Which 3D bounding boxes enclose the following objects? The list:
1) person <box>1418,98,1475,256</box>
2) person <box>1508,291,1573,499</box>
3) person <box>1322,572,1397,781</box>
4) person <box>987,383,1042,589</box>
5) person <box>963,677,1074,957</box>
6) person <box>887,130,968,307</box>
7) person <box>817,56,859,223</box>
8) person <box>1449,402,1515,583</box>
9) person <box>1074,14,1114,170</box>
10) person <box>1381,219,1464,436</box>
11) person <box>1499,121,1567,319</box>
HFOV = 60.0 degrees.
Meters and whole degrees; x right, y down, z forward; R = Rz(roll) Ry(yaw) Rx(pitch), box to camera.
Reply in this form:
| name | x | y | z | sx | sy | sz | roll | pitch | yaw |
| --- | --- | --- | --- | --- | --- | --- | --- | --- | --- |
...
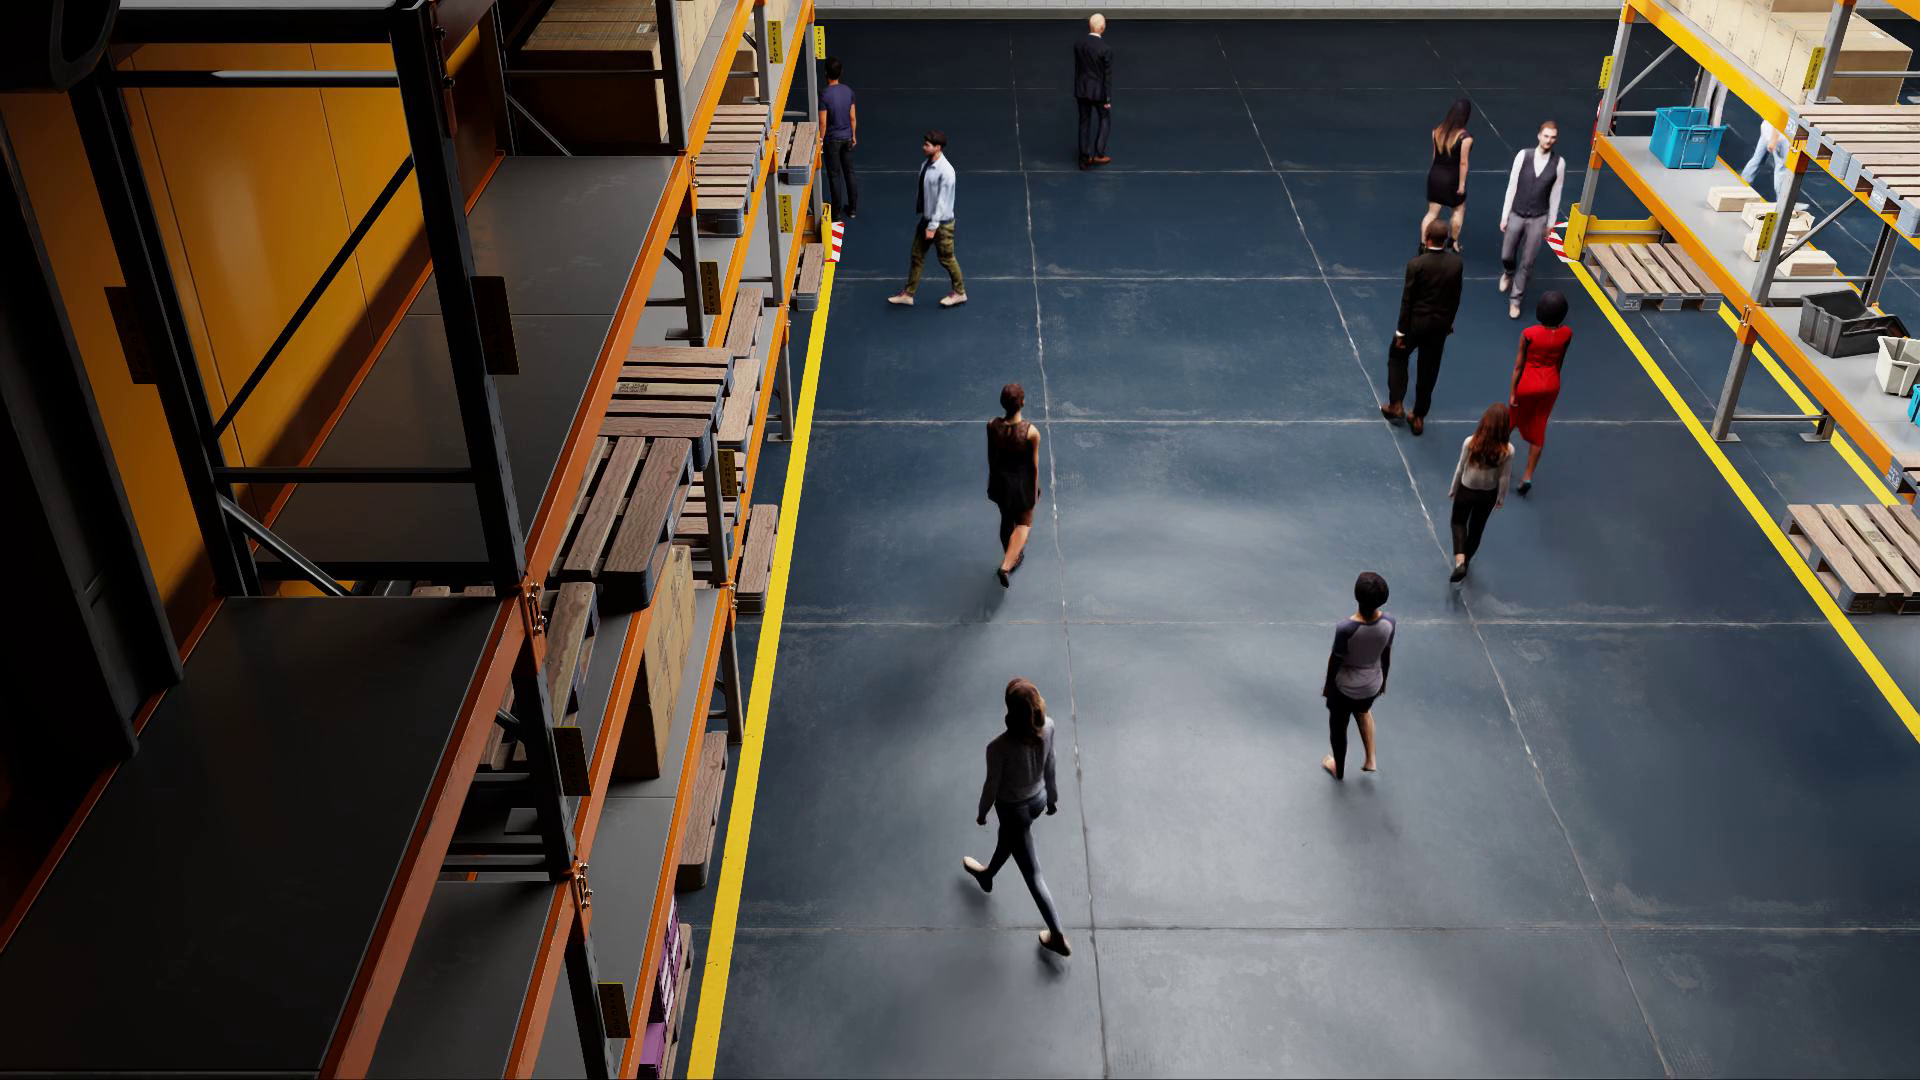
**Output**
| name | x | y | z | sx | sy | sz | roll | pitch | yaw |
| --- | --- | --- | --- | --- | --- | --- | --- | --- | --- |
| person | 4.949 | -3.655 | 17.103 | 0.951 | 1.693 | 0.896 | -23 | 40 | -30 |
| person | 4.621 | -1.128 | 13.275 | 0.585 | 1.722 | 0.904 | 2 | 34 | 3 |
| person | 2.501 | 0.909 | 10.361 | 0.652 | 1.556 | 0.704 | -11 | 35 | -16 |
| person | 0.359 | -0.376 | 12.201 | 0.774 | 1.659 | 0.961 | 13 | 36 | 19 |
| person | 0.384 | 1.560 | 9.206 | 1.092 | 1.751 | 1.251 | -23 | 40 | -30 |
| person | -0.153 | -3.085 | 16.171 | 1.027 | 1.777 | 1.093 | -14 | 36 | -21 |
| person | -1.325 | -4.350 | 18.059 | 0.724 | 1.793 | 0.738 | -21 | 39 | -29 |
| person | 3.816 | -0.317 | 12.278 | 0.668 | 1.477 | 0.856 | 8 | 34 | 11 |
| person | 1.490 | -5.166 | 19.292 | 0.795 | 1.787 | 0.805 | 16 | 37 | 23 |
| person | 3.964 | -1.759 | 14.074 | 0.699 | 1.890 | 0.682 | 0 | 34 | 0 |
| person | 5.517 | -3.155 | 16.147 | 0.840 | 1.918 | 0.994 | 11 | 35 | 16 |
